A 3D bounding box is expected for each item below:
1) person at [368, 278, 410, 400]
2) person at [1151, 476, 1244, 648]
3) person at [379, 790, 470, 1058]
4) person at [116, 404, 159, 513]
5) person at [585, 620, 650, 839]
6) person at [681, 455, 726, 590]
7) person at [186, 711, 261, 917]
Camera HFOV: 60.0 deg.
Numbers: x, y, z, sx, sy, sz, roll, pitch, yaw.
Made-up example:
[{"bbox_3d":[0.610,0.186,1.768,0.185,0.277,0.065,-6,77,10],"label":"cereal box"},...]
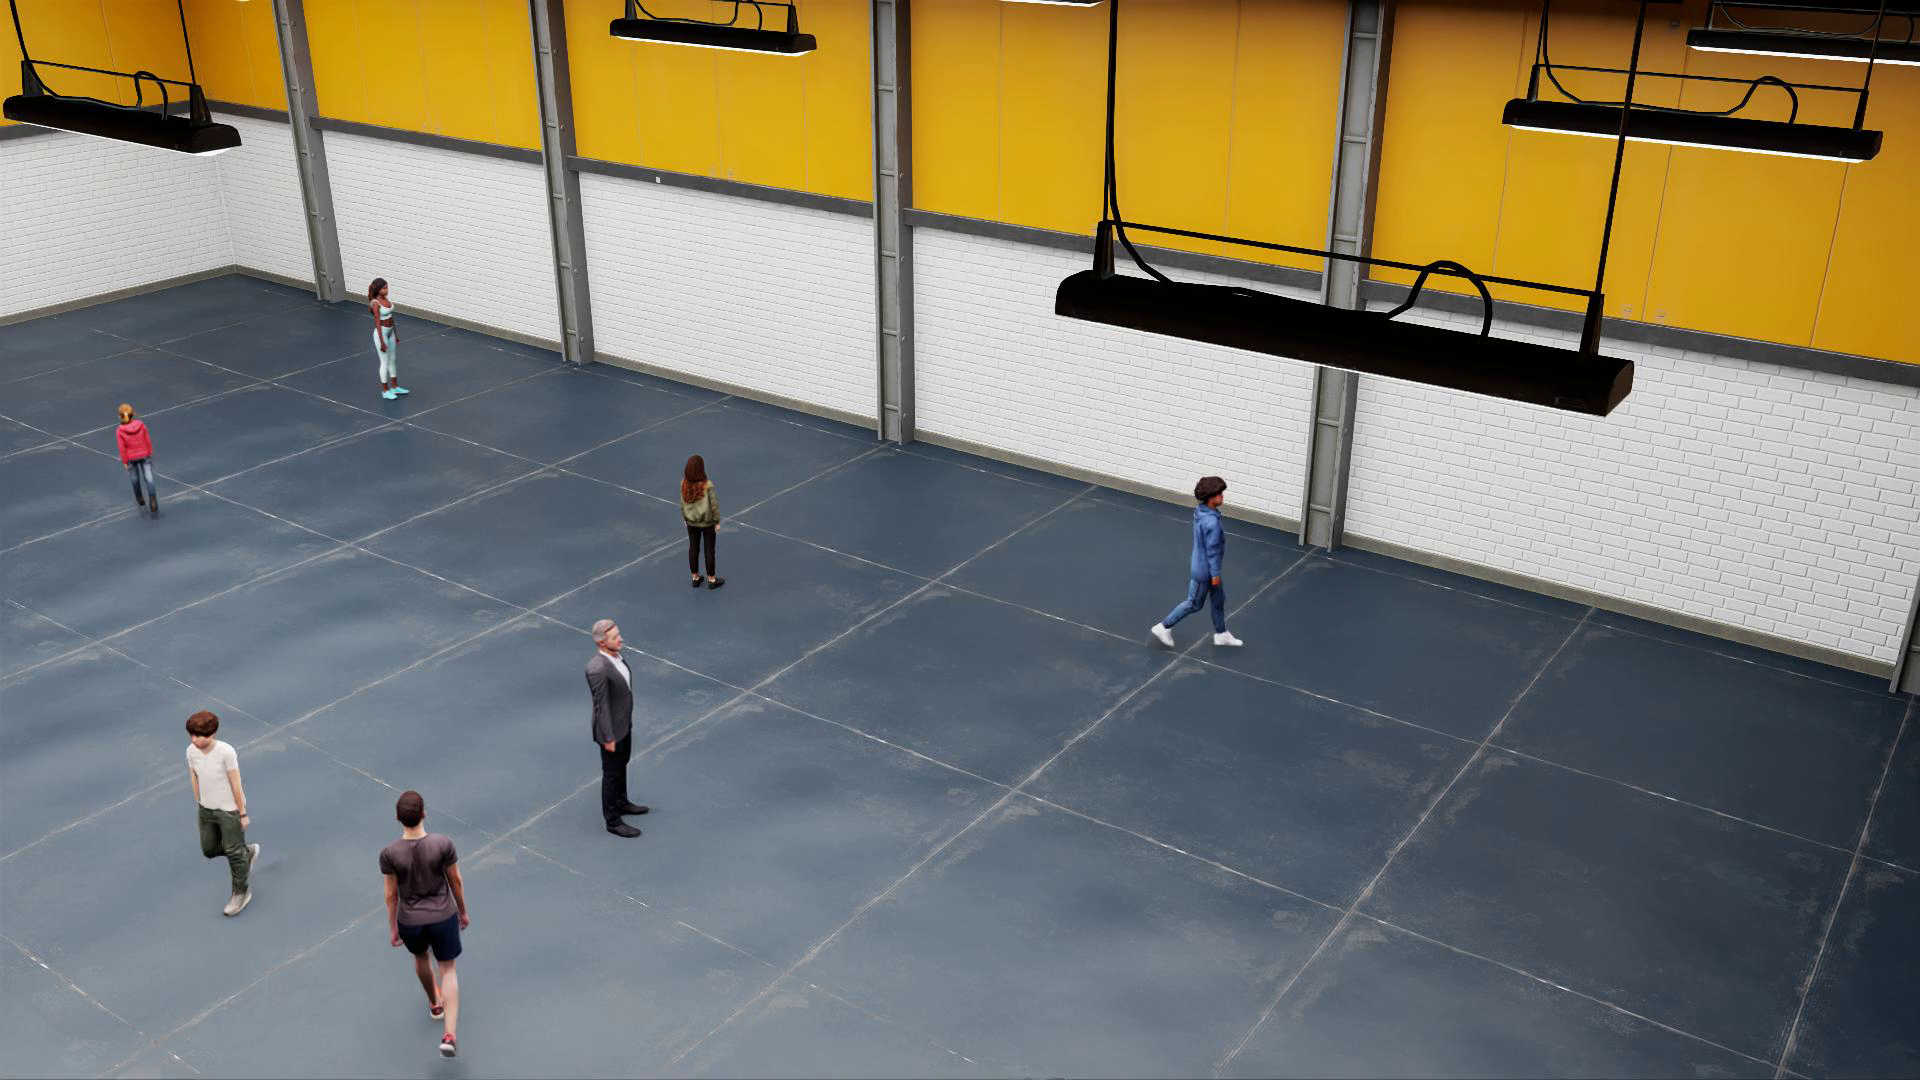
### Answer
[{"bbox_3d":[-8.029,-2.828,23.222,0.655,1.723,0.644,5,24,10],"label":"person"},{"bbox_3d":[2.303,0.255,16.098,1.243,1.781,1.030,2,24,5],"label":"person"},{"bbox_3d":[-3.461,2.533,10.836,1.091,1.821,1.218,-7,24,-15],"label":"person"},{"bbox_3d":[-9.581,-0.931,19.425,0.740,1.289,0.973,-14,27,-29],"label":"person"},{"bbox_3d":[-2.761,1.458,13.269,0.811,1.842,0.812,1,24,3],"label":"person"},{"bbox_3d":[-2.731,-0.195,17.510,0.536,1.475,0.693,8,25,17],"label":"person"},{"bbox_3d":[-5.428,1.965,12.358,0.838,1.643,0.827,3,24,7],"label":"person"}]
